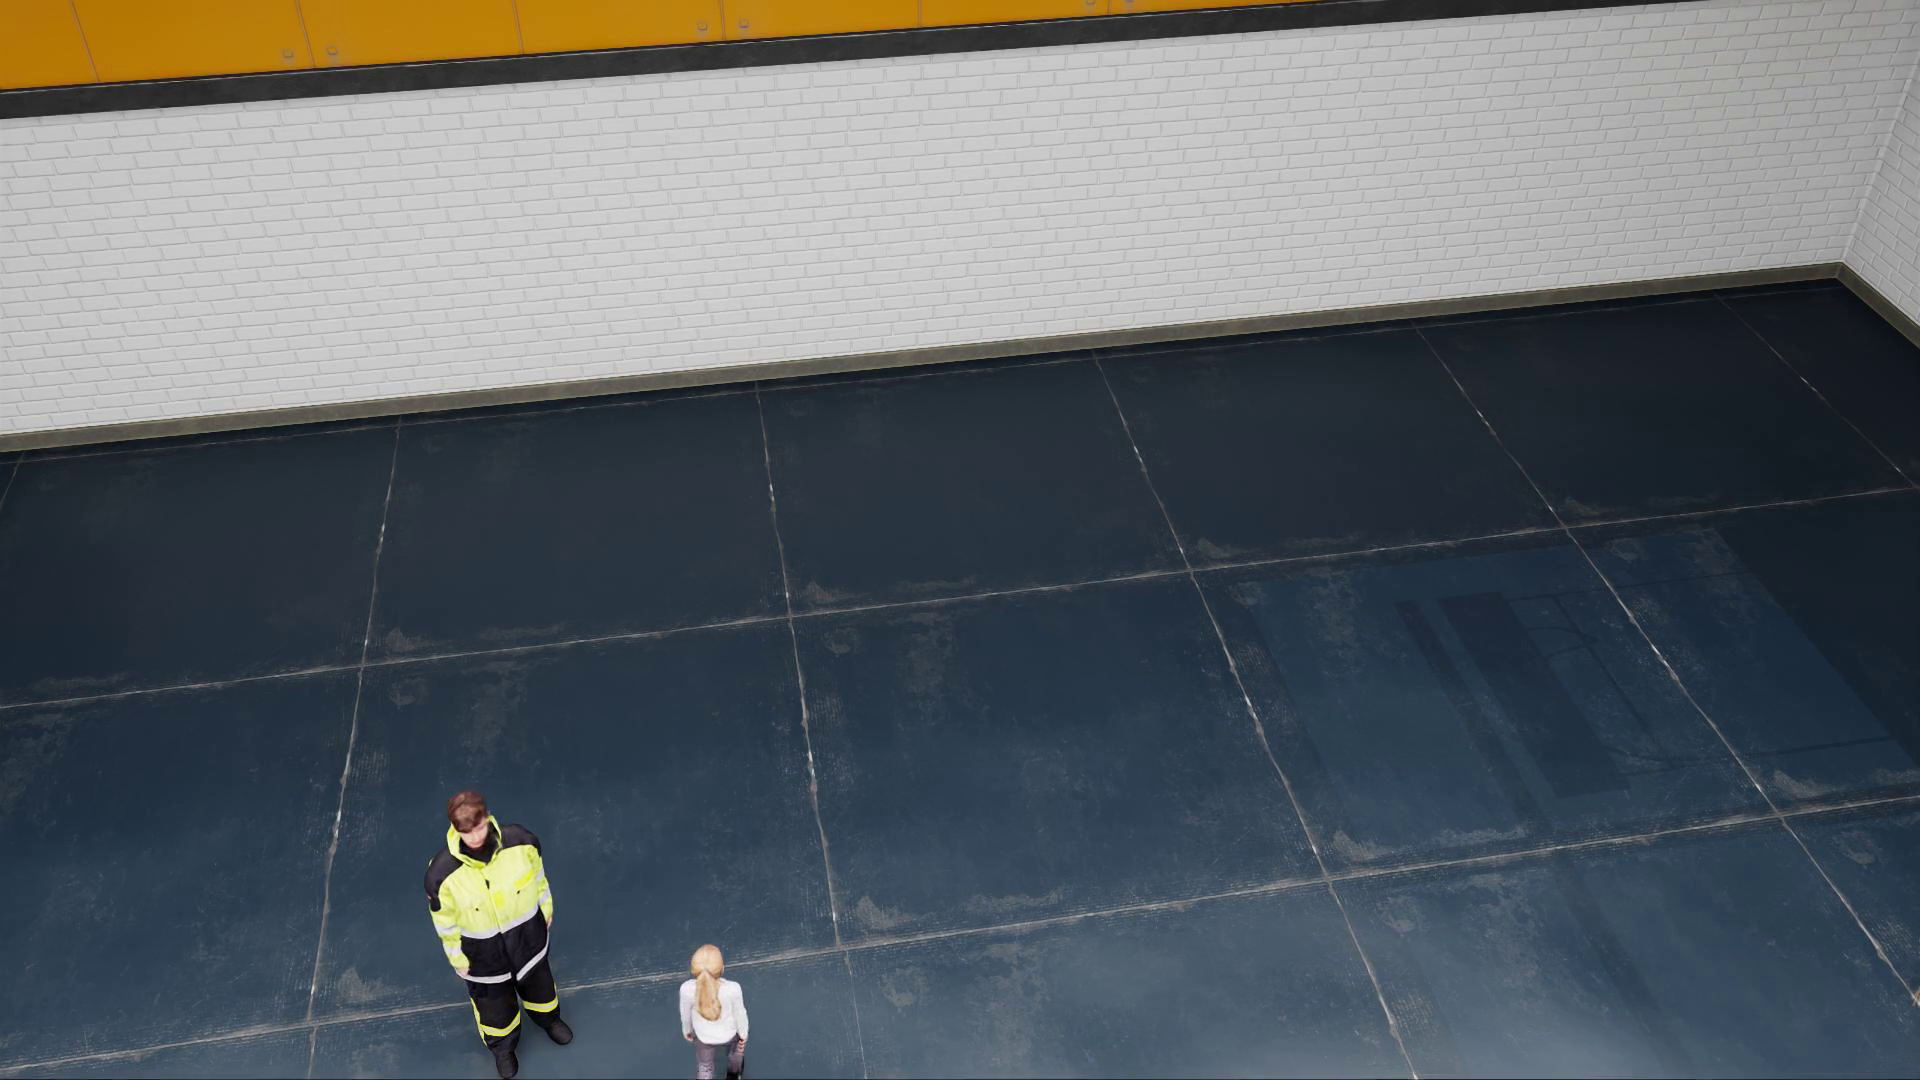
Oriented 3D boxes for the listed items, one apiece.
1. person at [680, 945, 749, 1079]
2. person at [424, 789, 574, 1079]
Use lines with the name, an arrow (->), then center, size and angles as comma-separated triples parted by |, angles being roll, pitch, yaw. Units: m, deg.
person -> -1.253, 2.561, 8.517 | 0.587, 1.263, 0.859 | 1, 39, 1
person -> -2.389, 2.006, 8.638 | 0.870, 1.981, 0.845 | -26, 45, -29
